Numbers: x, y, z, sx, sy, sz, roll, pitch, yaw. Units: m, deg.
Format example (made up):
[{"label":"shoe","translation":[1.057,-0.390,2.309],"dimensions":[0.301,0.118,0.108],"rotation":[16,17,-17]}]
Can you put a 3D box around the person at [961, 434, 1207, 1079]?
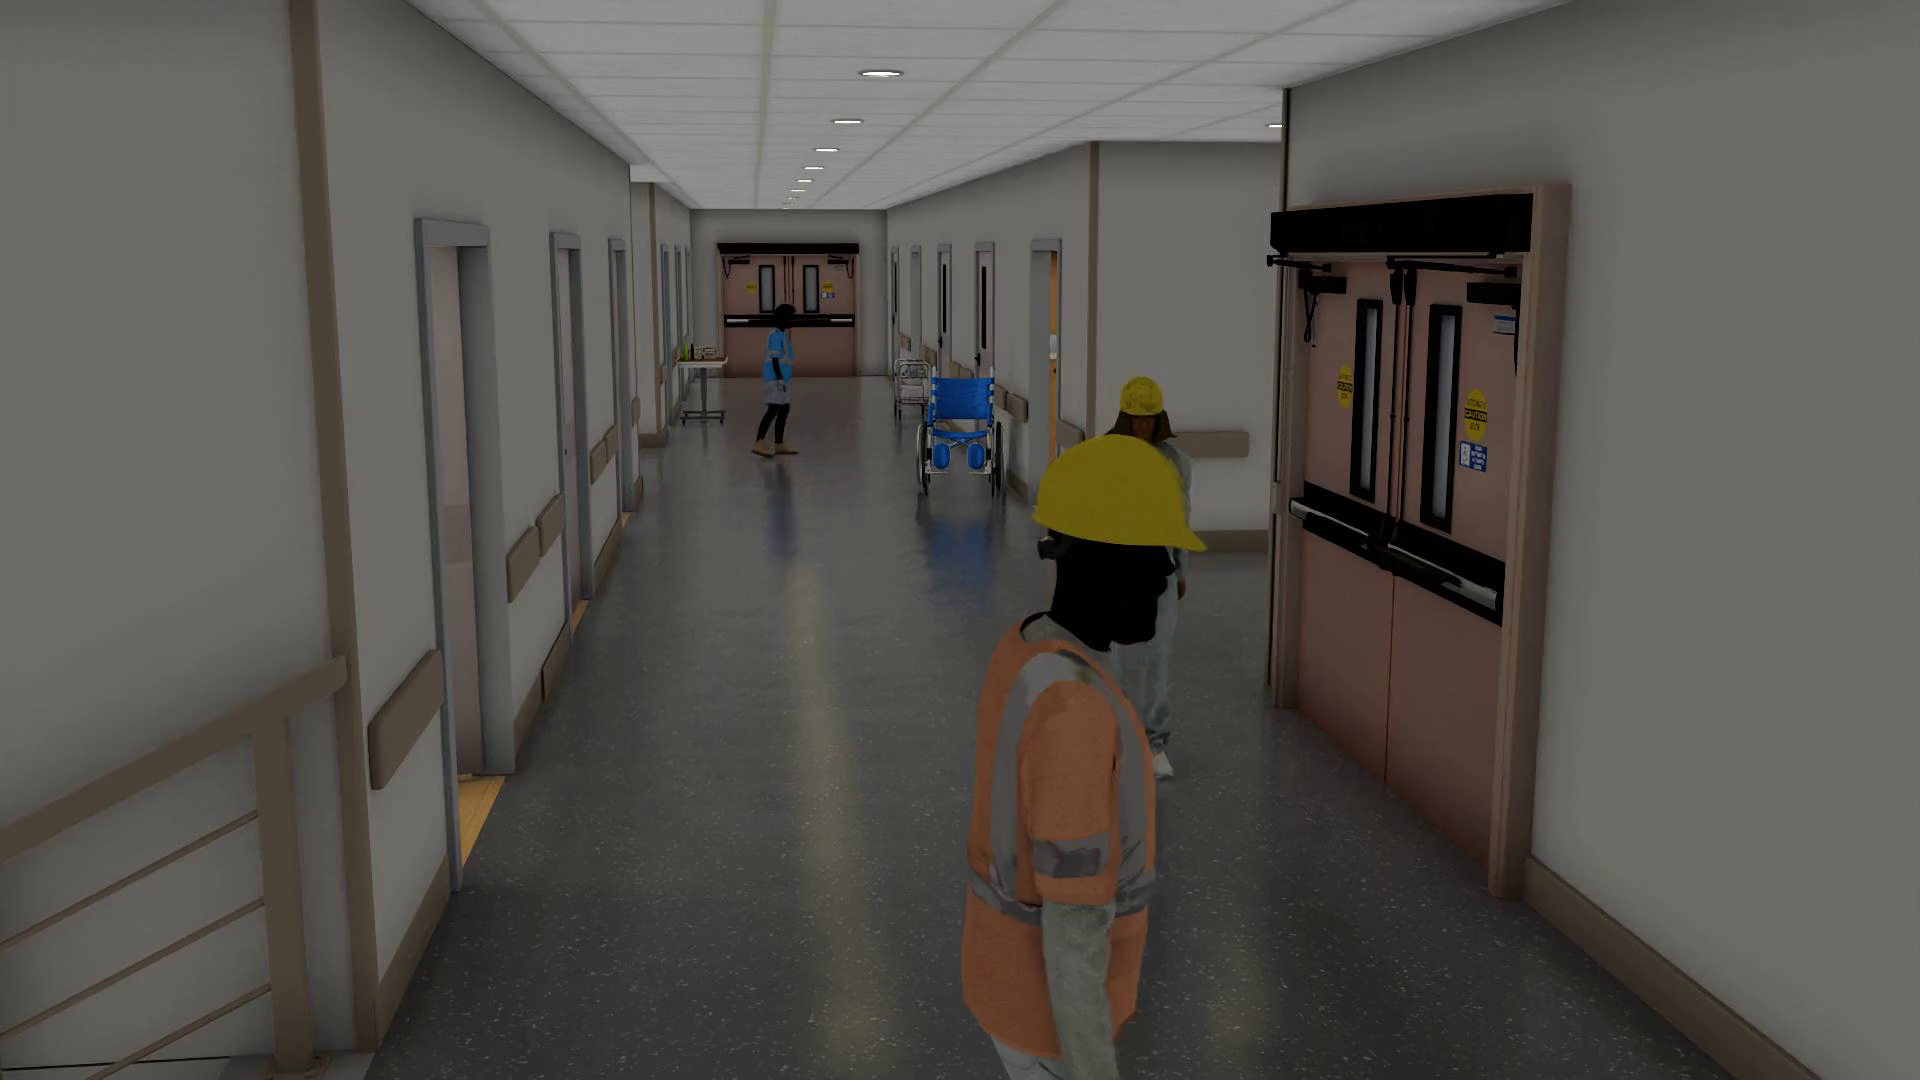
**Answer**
[{"label":"person","translation":[0.208,0.773,2.893],"dimensions":[0.413,1.918,0.591],"rotation":[0,10,-2]}]

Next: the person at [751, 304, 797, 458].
[{"label":"person","translation":[-2.035,-1.743,18.233],"dimensions":[0.472,1.676,0.675],"rotation":[1,10,6]}]

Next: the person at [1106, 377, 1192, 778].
[{"label":"person","translation":[0.768,0.124,7.326],"dimensions":[0.502,1.694,0.917],"rotation":[-1,10,-3]}]
